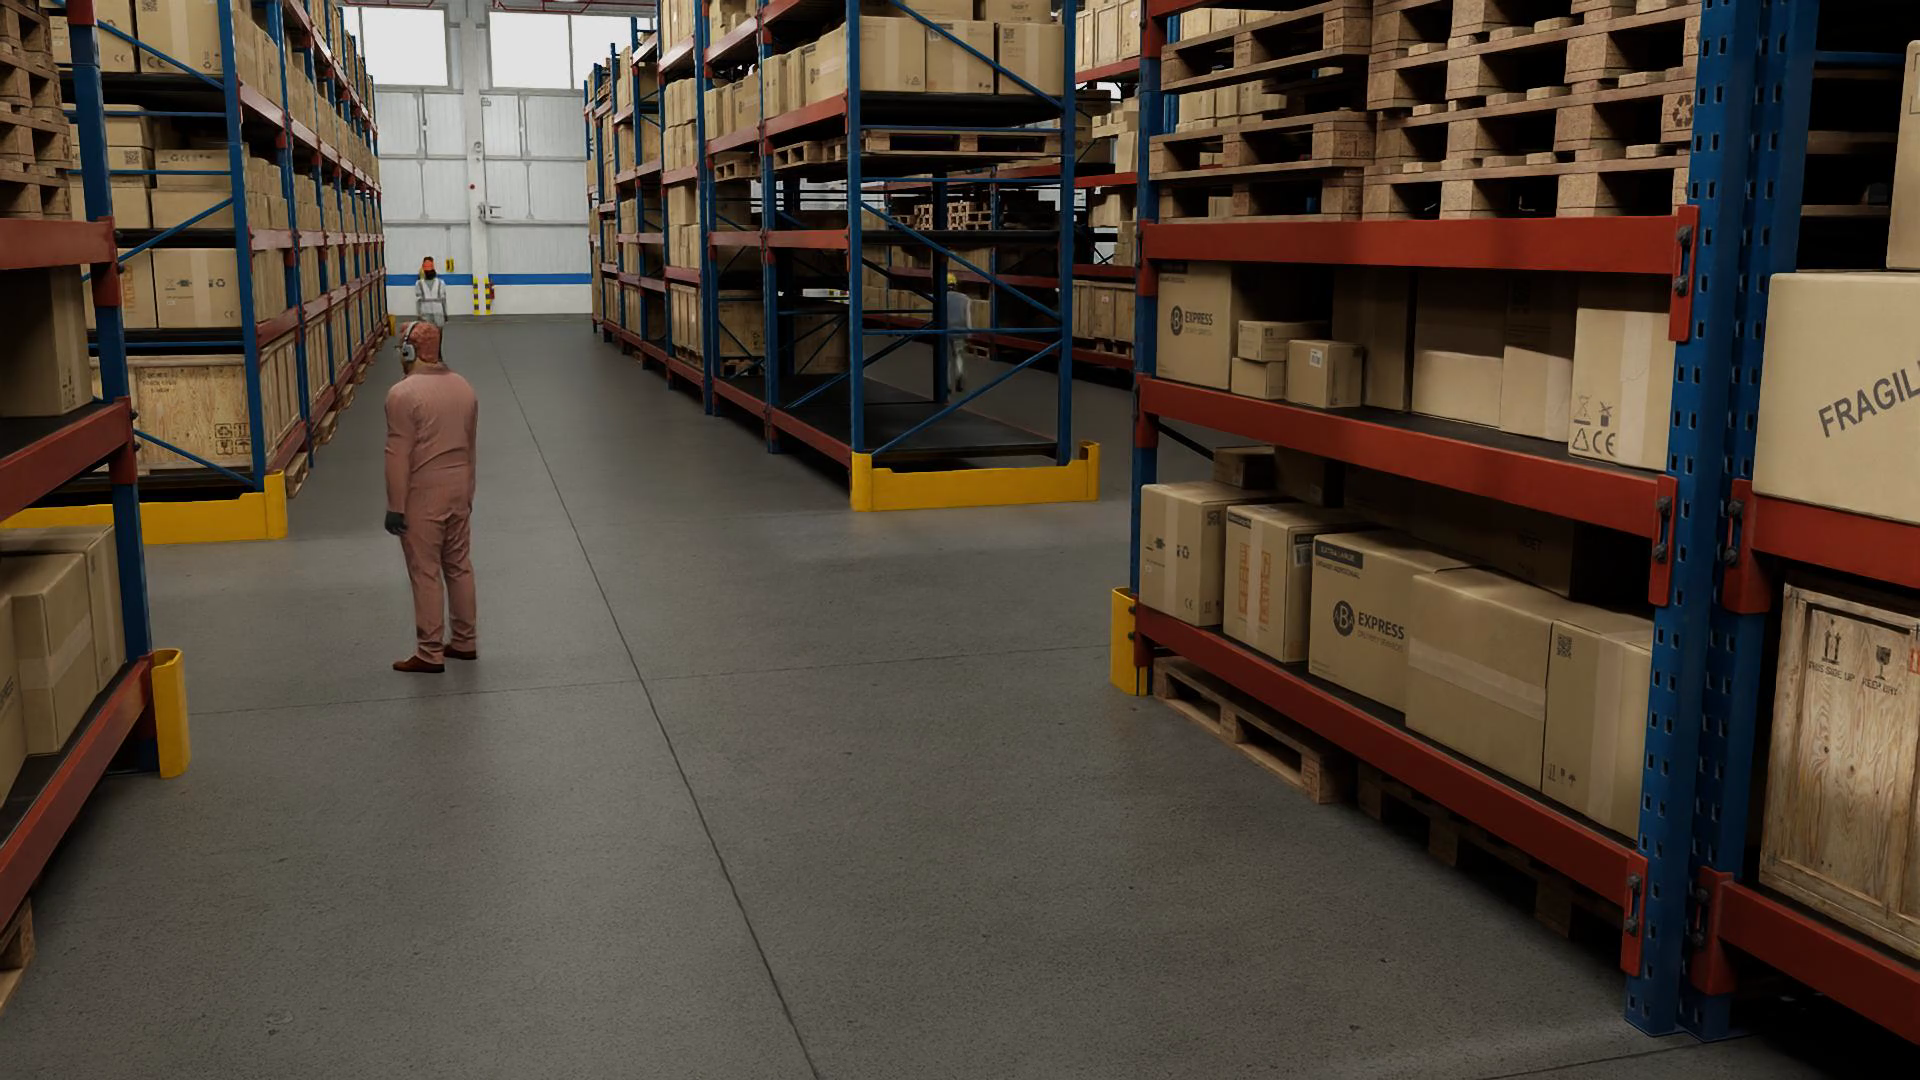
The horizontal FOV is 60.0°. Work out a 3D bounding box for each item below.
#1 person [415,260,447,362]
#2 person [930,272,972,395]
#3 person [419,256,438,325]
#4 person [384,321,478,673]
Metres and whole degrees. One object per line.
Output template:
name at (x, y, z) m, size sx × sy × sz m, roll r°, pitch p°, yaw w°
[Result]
person at (-9.863, -4.253, 31.024) m, size 0.565 × 1.912 × 0.660 m, roll -3°, pitch 11°, yaw -17°
person at (-0.150, -3.078, 24.852) m, size 0.624 × 1.815 × 0.460 m, roll -2°, pitch 11°, yaw -11°
person at (-13.843, -6.482, 43.454) m, size 0.633 × 1.841 × 0.429 m, roll 8°, pitch 13°, yaw 38°
person at (-2.893, -0.234, 9.058) m, size 0.399 × 1.900 × 0.643 m, roll 4°, pitch 11°, yaw 21°
